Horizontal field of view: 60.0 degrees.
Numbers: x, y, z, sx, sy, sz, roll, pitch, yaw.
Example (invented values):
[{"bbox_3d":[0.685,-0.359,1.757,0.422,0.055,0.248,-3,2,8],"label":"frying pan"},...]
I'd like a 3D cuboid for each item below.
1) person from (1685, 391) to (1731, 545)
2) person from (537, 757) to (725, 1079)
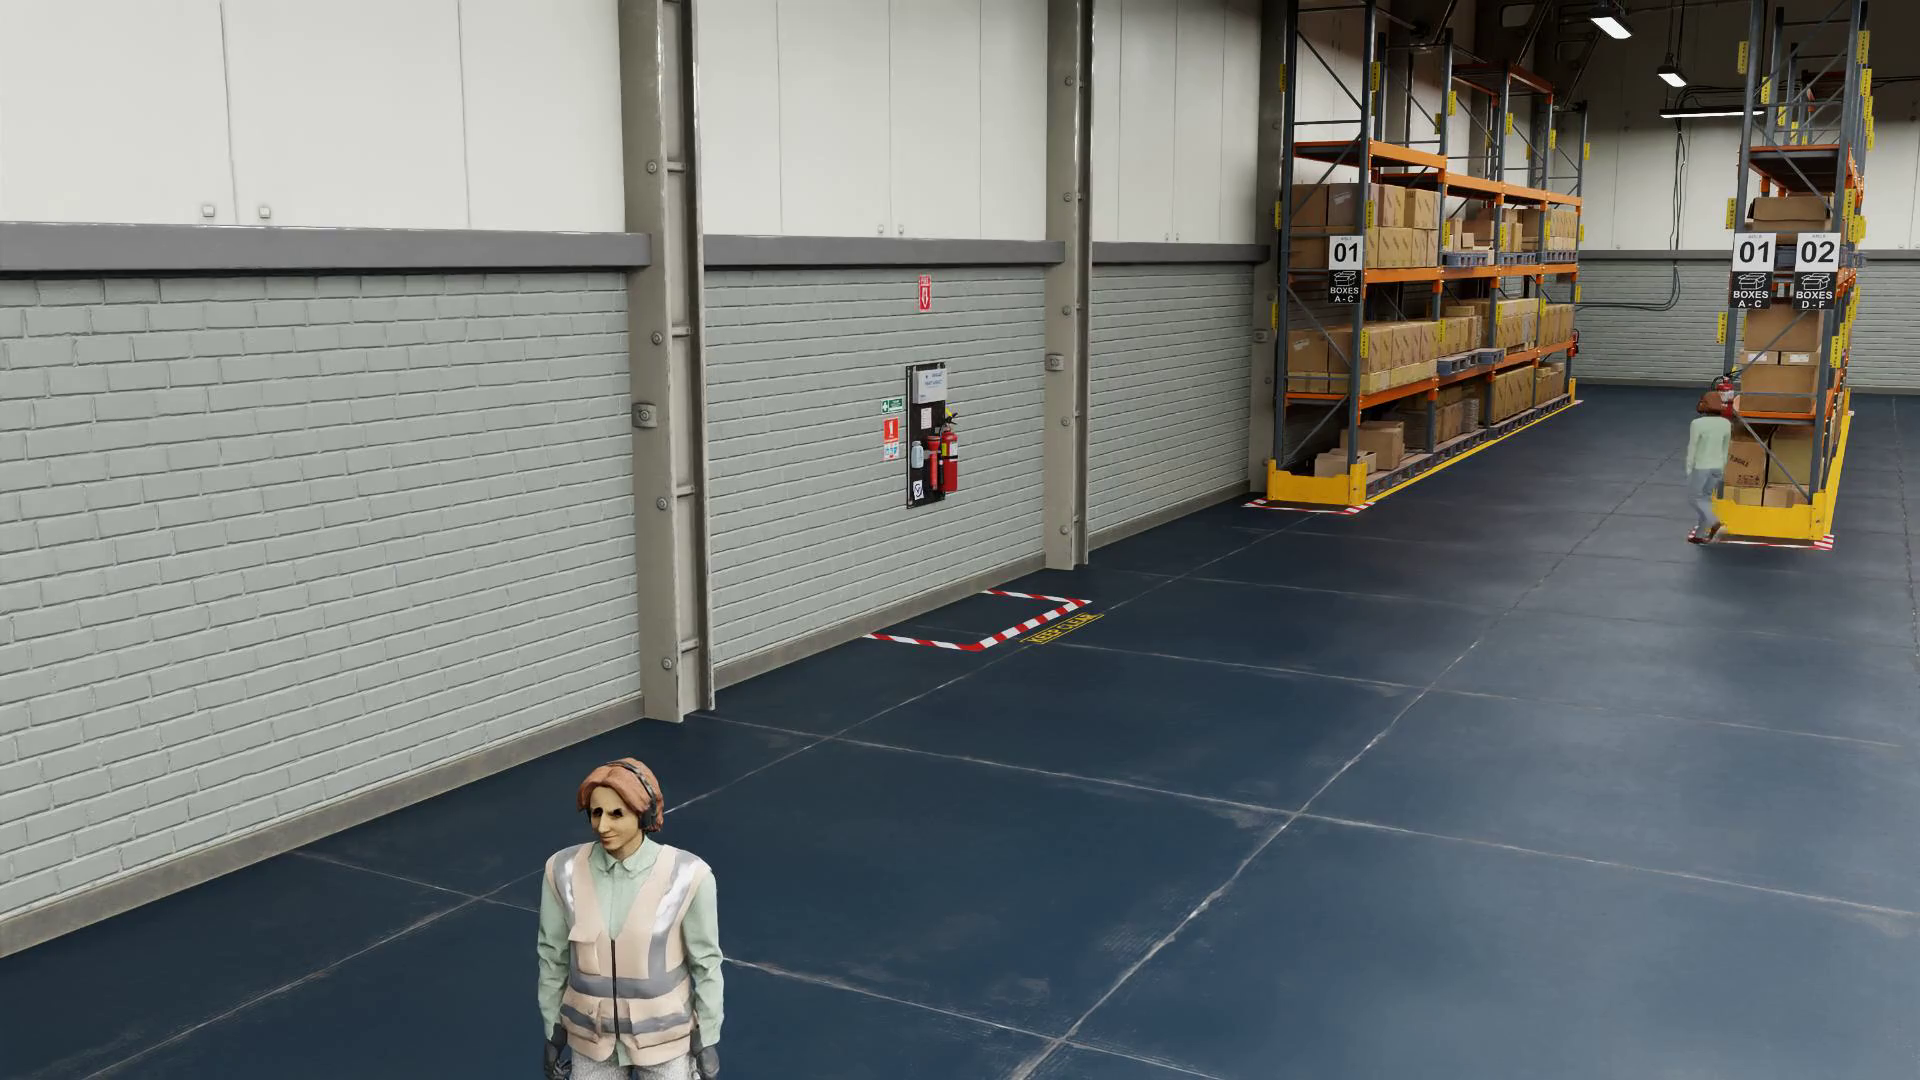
[{"bbox_3d":[7.742,-0.718,17.125,0.502,1.615,0.519,-3,10,-18],"label":"person"},{"bbox_3d":[-0.912,1.399,4.620,0.525,1.639,0.307,1,10,8],"label":"person"}]
